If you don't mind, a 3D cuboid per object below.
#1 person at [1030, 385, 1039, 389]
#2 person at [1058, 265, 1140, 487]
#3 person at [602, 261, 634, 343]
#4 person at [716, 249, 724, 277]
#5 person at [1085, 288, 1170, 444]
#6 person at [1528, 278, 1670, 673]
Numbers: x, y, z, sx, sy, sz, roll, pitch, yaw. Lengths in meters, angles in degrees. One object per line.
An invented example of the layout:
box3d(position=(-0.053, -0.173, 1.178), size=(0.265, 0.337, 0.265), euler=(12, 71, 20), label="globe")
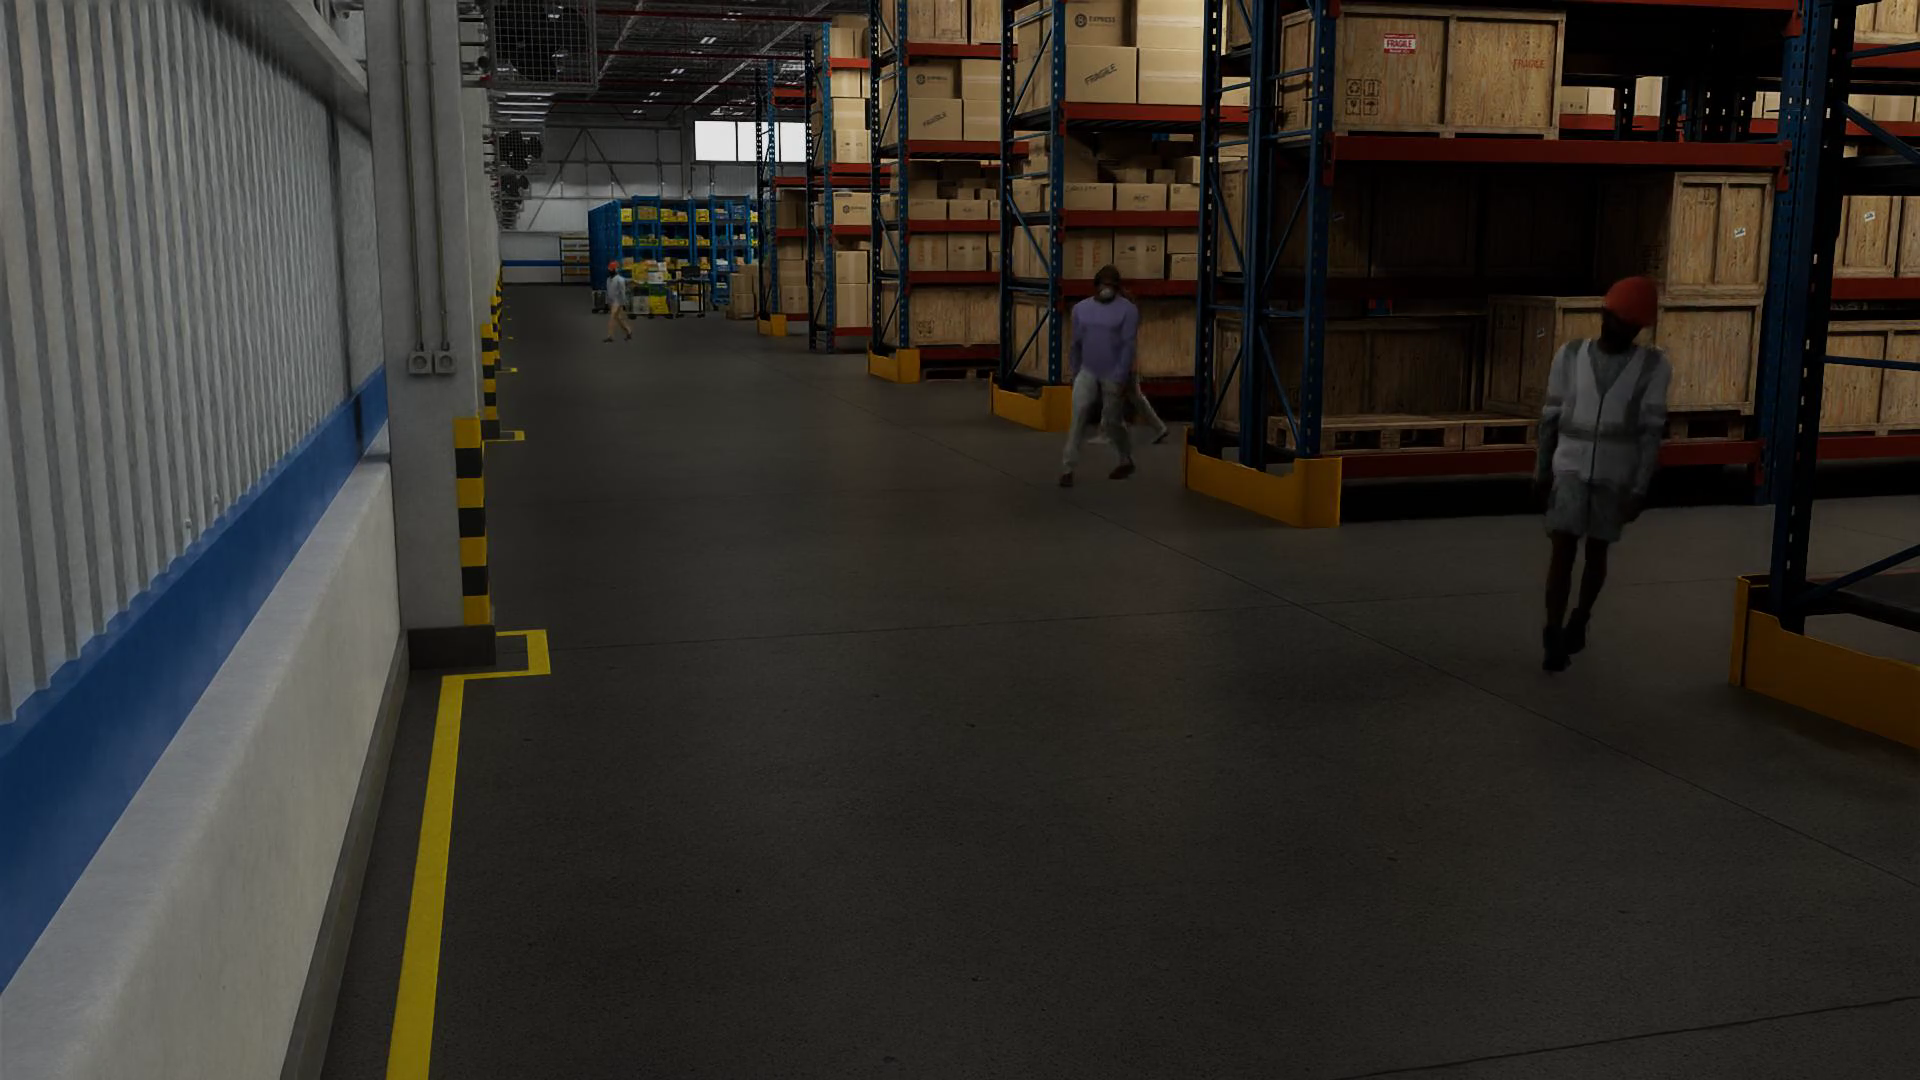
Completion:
box3d(position=(1.380, -3.000, 23.156), size=(0.877, 1.907, 0.604), euler=(2, 10, 11), label="person")
box3d(position=(1.231, -1.400, 14.180), size=(0.642, 1.883, 0.923), euler=(4, 11, 23), label="person")
box3d(position=(-7.282, -5.066, 35.320), size=(0.565, 1.723, 0.829), euler=(10, 14, 44), label="person")
box3d(position=(-9.830, -10.989, 68.159), size=(0.495, 1.971, 0.632), euler=(-3, 10, -17), label="person")
box3d(position=(1.744, -1.760, 16.956), size=(0.821, 1.606, 0.530), euler=(3, 10, 14), label="person")
box3d(position=(3.004, -0.296, 7.911), size=(0.611, 1.867, 0.973), euler=(5, 11, 26), label="person")
